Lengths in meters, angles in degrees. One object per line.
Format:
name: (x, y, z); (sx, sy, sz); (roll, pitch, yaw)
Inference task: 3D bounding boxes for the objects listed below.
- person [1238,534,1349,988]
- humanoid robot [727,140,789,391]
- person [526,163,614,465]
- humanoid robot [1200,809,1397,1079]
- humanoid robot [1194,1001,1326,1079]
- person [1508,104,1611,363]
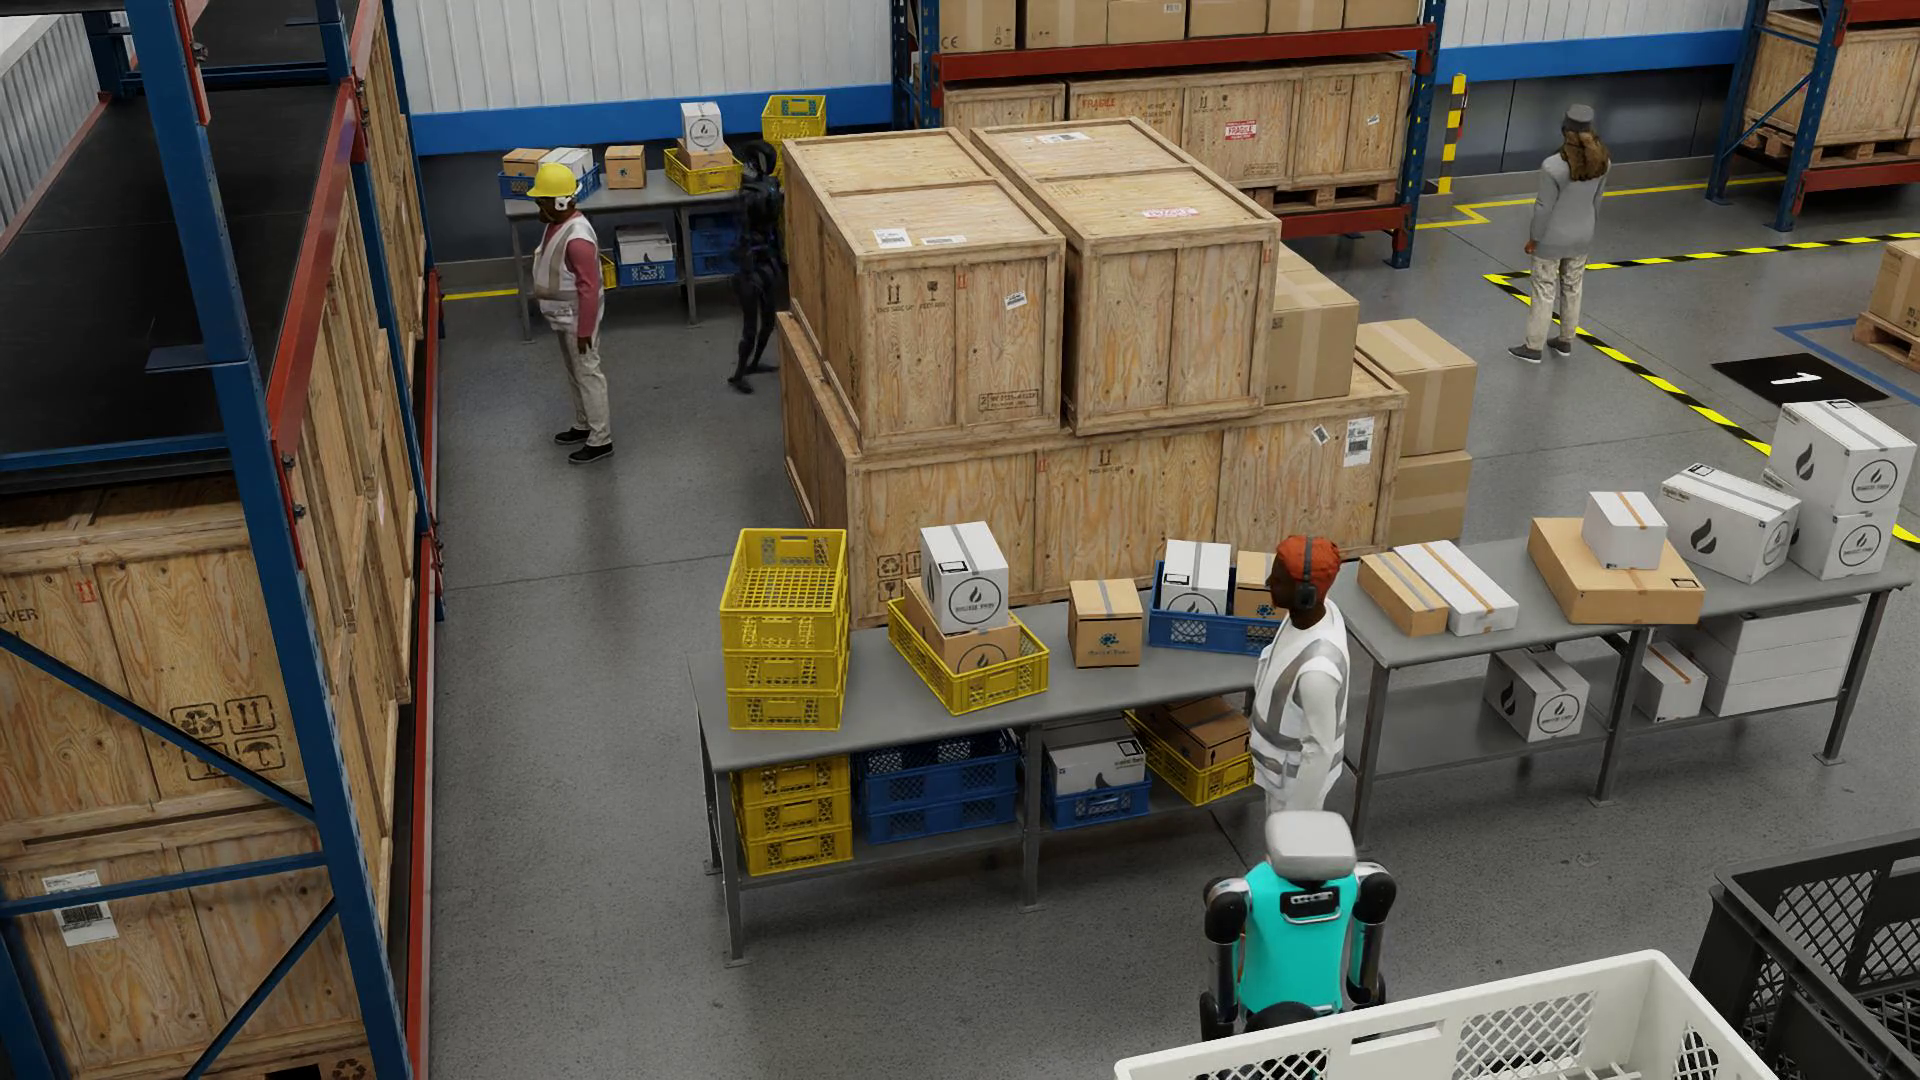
person: (1.187, 0.819, 5.955); (0.337, 1.882, 0.583); (3, 29, 5)
humanoid robot: (-1.351, -1.821, 10.970); (0.373, 1.640, 0.622); (9, 30, 17)
person: (-2.327, -1.349, 9.950); (0.404, 1.830, 0.602); (-13, 32, -23)
humanoid robot: (0.967, 1.604, 4.582); (0.532, 1.689, 0.740); (-5, 29, -9)
humanoid robot: (0.686, 1.867, 4.279); (0.443, 1.642, 0.616); (-14, 32, -24)
person: (4.098, -2.075, 11.331); (0.572, 1.762, 0.405); (-13, 31, -22)
